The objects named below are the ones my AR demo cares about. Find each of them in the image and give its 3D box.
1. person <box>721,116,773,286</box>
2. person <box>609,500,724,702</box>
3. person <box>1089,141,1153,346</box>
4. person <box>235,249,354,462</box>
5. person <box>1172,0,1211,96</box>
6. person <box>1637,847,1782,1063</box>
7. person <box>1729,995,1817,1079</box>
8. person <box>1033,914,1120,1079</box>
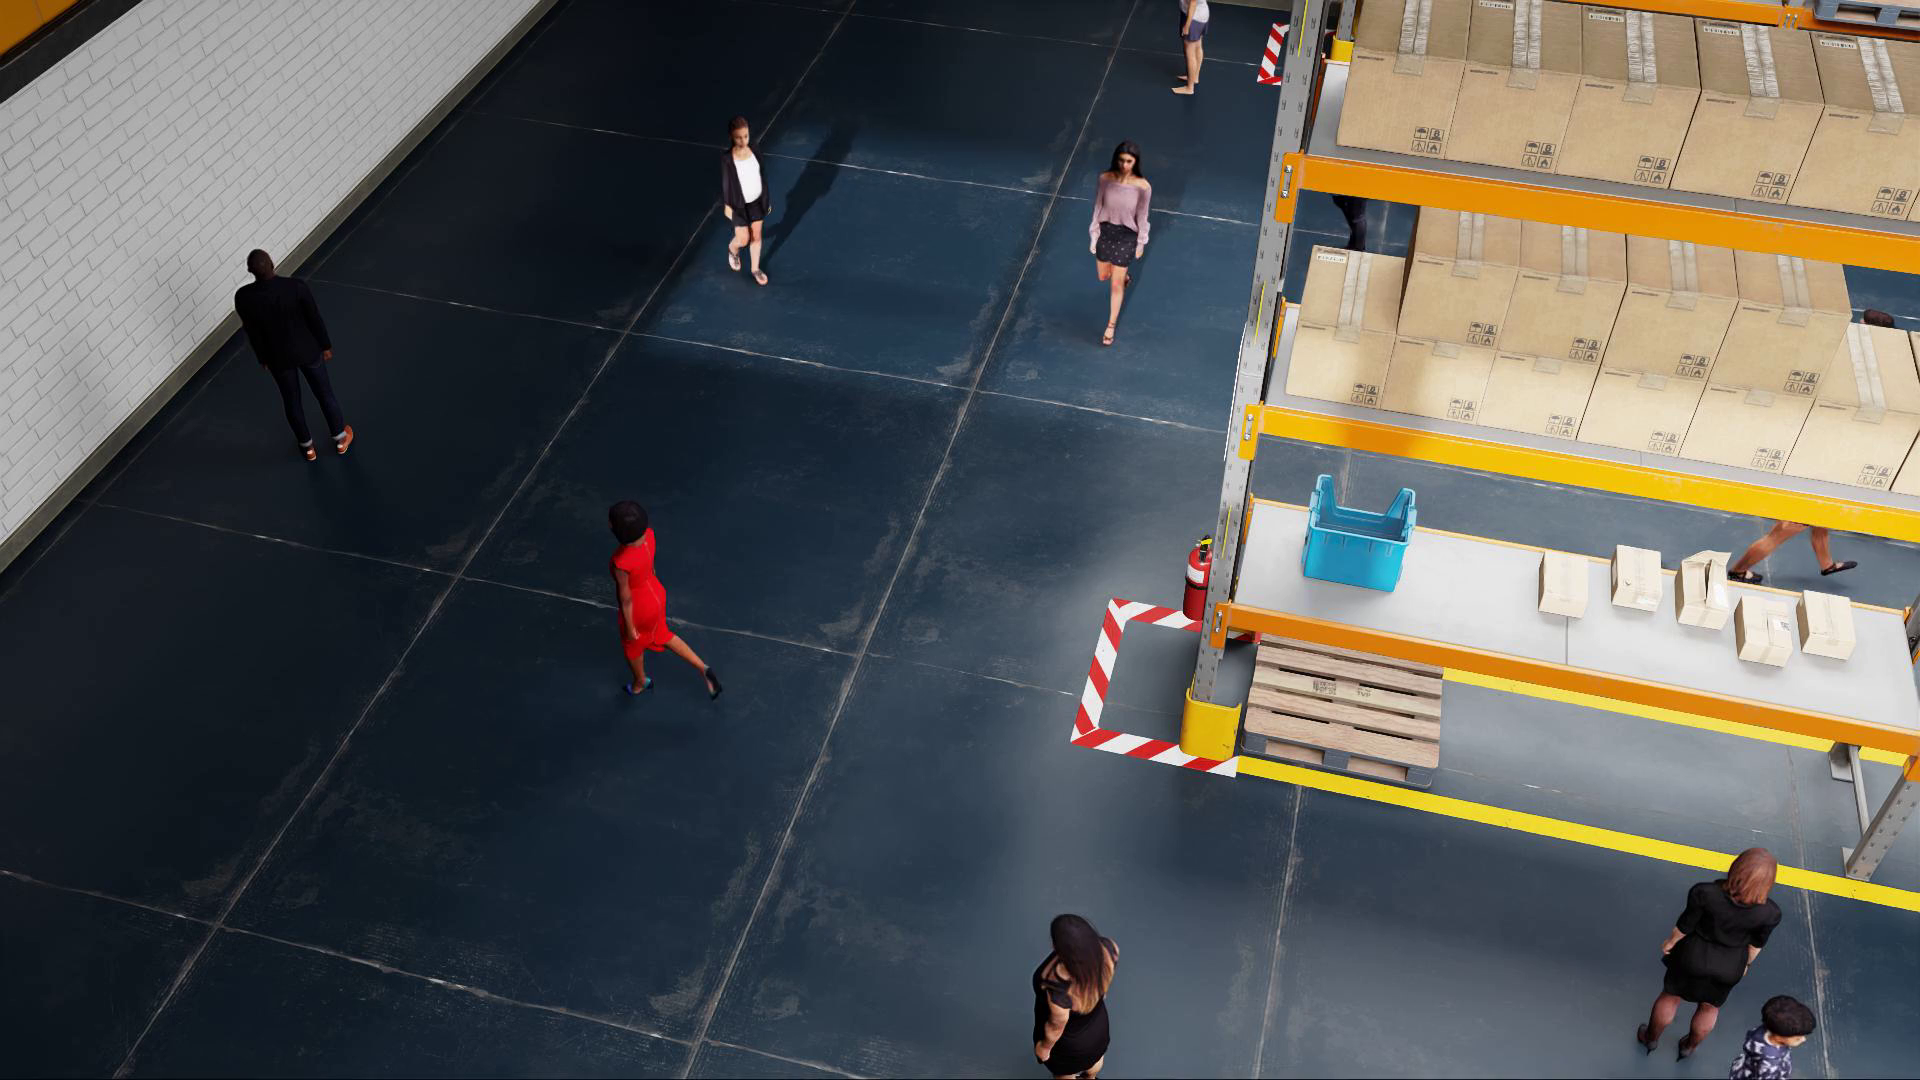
[{"bbox_3d":[-1.828,-2.900,14.015,0.741,1.547,0.803,-23,48,-22],"label":"person"},{"bbox_3d":[-1.898,0.456,10.371,0.995,1.714,0.630,14,45,14],"label":"person"},{"bbox_3d":[1.278,-2.436,13.349,0.924,1.793,0.759,15,46,15],"label":"person"},{"bbox_3d":[-4.895,-1.363,12.206,0.743,1.817,0.850,-13,45,-13],"label":"person"},{"bbox_3d":[2.308,-5.172,16.387,0.562,1.565,0.590,17,46,17],"label":"person"},{"bbox_3d":[3.864,2.161,8.588,0.456,1.704,0.659,14,45,14],"label":"person"},{"bbox_3d":[3.958,2.685,8.381,0.904,1.231,0.678,26,49,25],"label":"person"},{"bbox_3d":[0.577,2.420,8.311,0.746,1.712,0.747,30,51,28],"label":"person"}]
